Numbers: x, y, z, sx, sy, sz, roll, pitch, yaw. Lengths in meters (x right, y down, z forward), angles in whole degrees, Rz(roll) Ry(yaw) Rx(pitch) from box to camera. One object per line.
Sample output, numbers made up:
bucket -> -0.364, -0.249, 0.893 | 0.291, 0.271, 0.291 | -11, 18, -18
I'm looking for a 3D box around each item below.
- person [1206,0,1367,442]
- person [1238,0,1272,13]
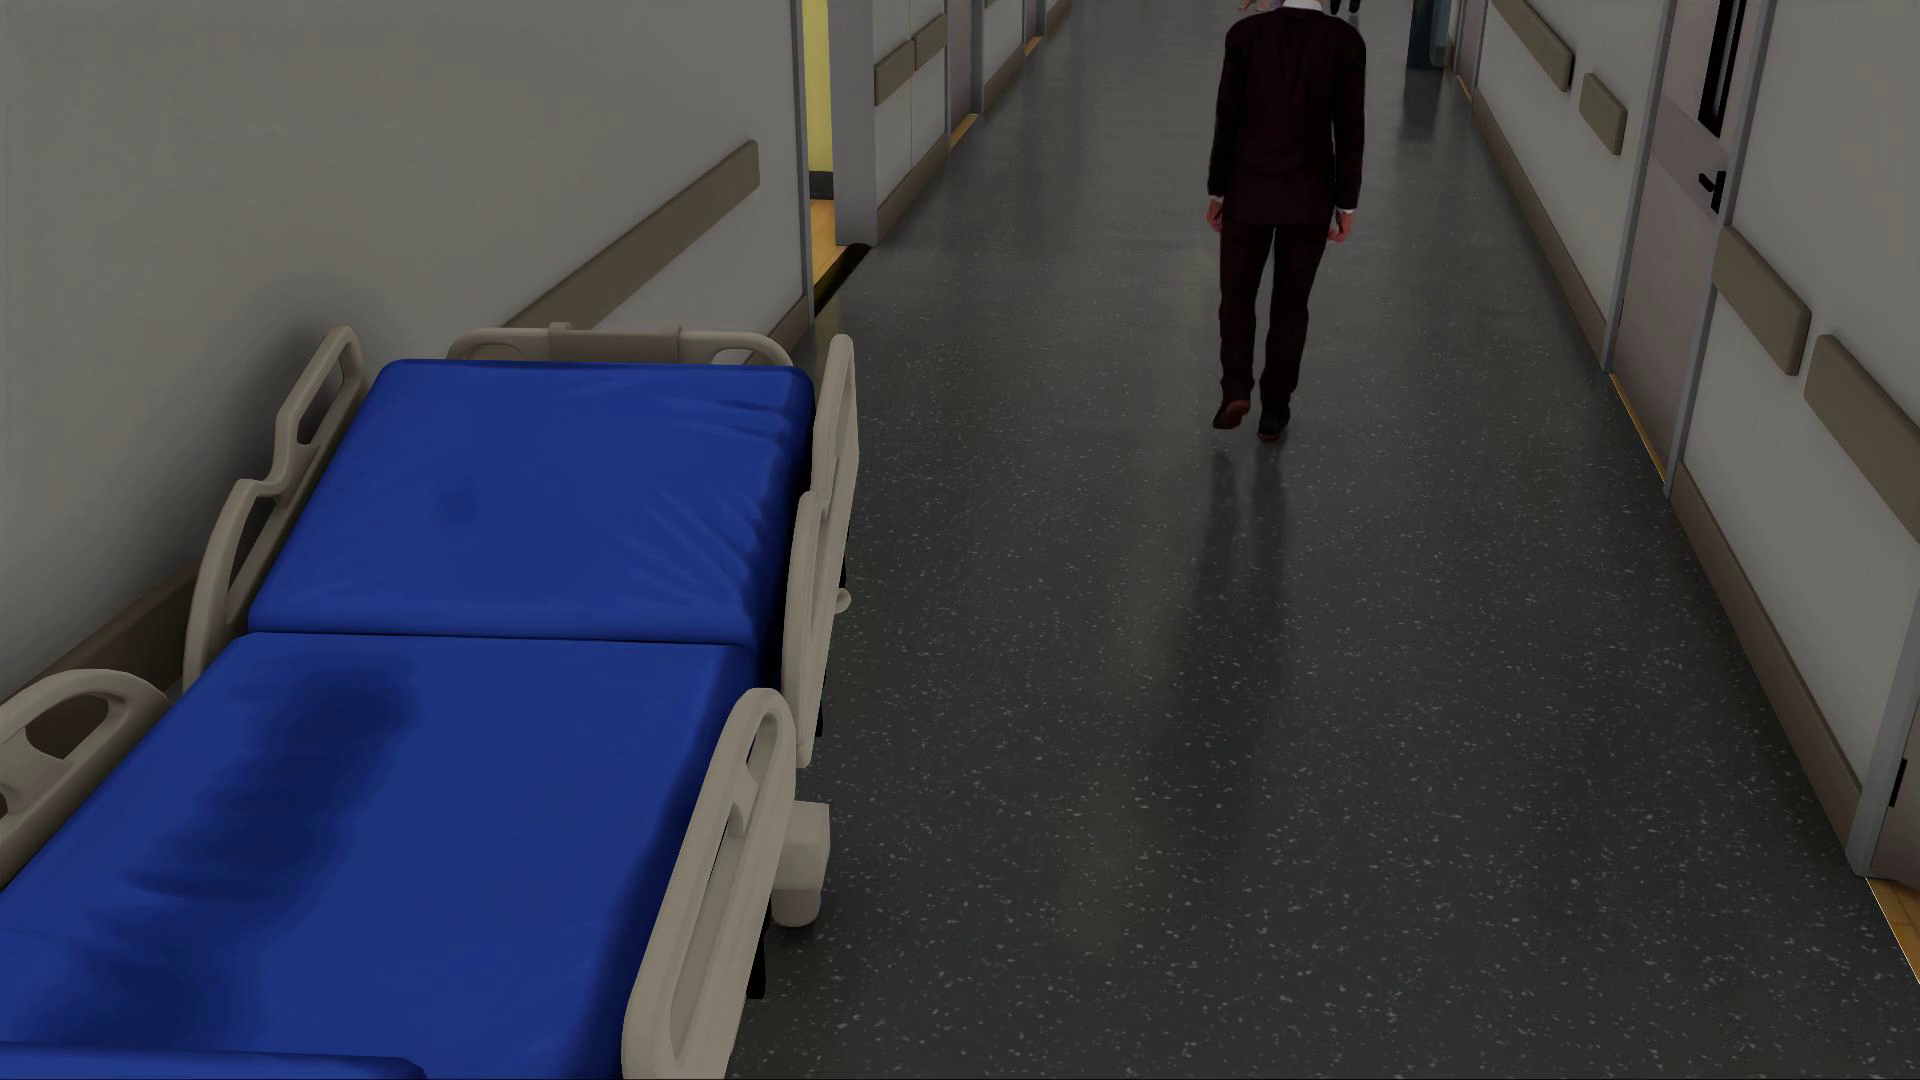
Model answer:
person -> 1.128, -1.200, 5.922 | 0.744, 1.849, 0.784 | 7, 27, 13
person -> 2.901, -5.951, 15.960 | 0.684, 1.686, 0.596 | -22, 33, -37
